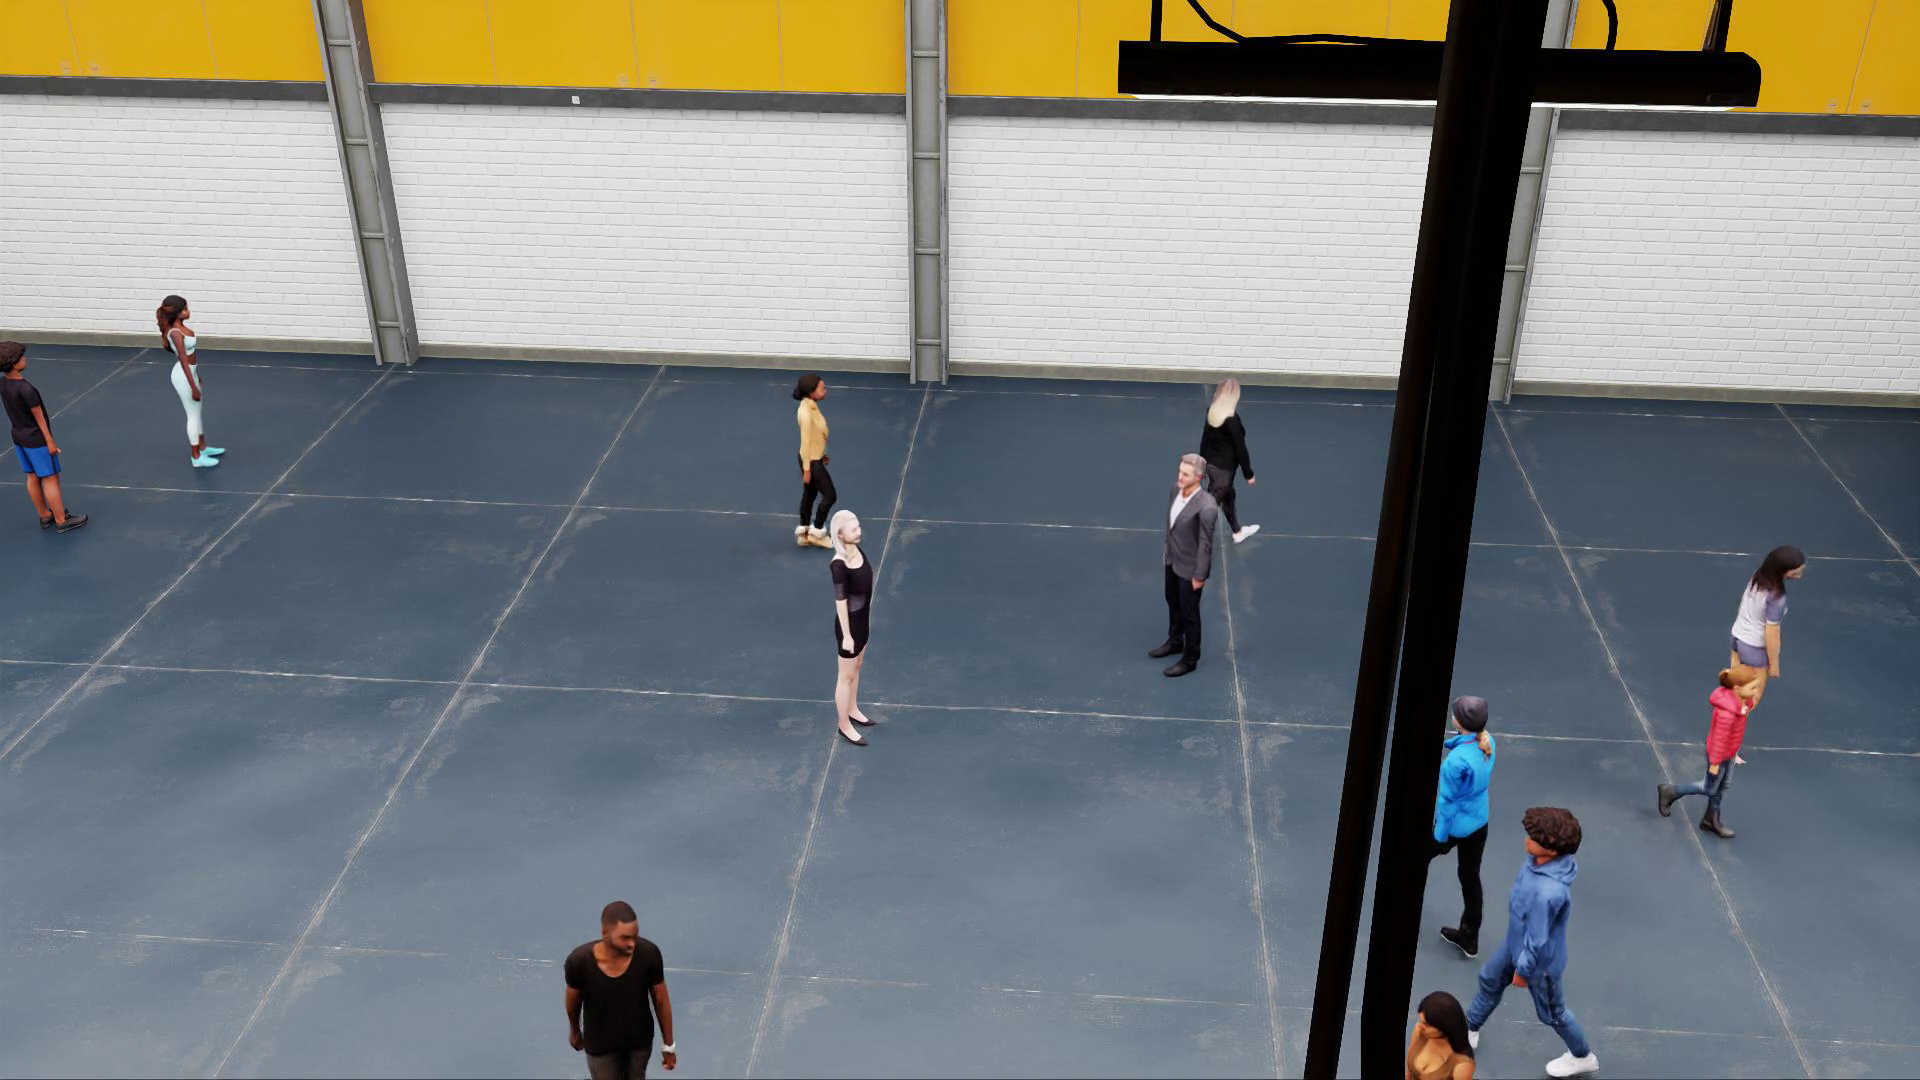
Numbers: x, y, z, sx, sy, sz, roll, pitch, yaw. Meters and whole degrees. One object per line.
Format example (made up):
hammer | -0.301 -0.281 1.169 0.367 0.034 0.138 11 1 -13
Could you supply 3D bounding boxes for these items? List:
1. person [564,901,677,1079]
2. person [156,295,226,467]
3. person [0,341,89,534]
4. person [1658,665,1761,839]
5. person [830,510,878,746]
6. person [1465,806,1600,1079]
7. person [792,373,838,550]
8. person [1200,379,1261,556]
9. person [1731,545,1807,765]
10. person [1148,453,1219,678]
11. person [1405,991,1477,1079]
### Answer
person | -1.779 2.494 8.554 0.769 1.772 0.854 -4 29 -7
person | -7.433 -1.537 15.993 0.661 1.724 0.646 -10 30 -18
person | -8.248 -0.918 14.781 0.646 1.799 0.758 15 32 25
person | 4.995 1.390 11.067 0.843 1.304 0.765 25 37 38
person | -0.782 0.613 11.942 0.544 1.829 0.606 7 29 12
person | 3.220 2.232 9.038 1.179 1.769 0.763 6 29 11
person | -1.367 -0.675 14.491 0.649 1.650 0.664 -1 29 -2
person | 2.145 -0.548 14.257 1.146 1.651 0.932 -10 30 -18
person | 5.630 0.722 11.862 0.523 1.714 0.715 -7 29 -13
person | 1.738 0.149 12.784 0.818 1.837 0.828 -12 31 -21
person | 2.363 2.819 8.084 1.069 1.651 0.801 -10 30 -18
